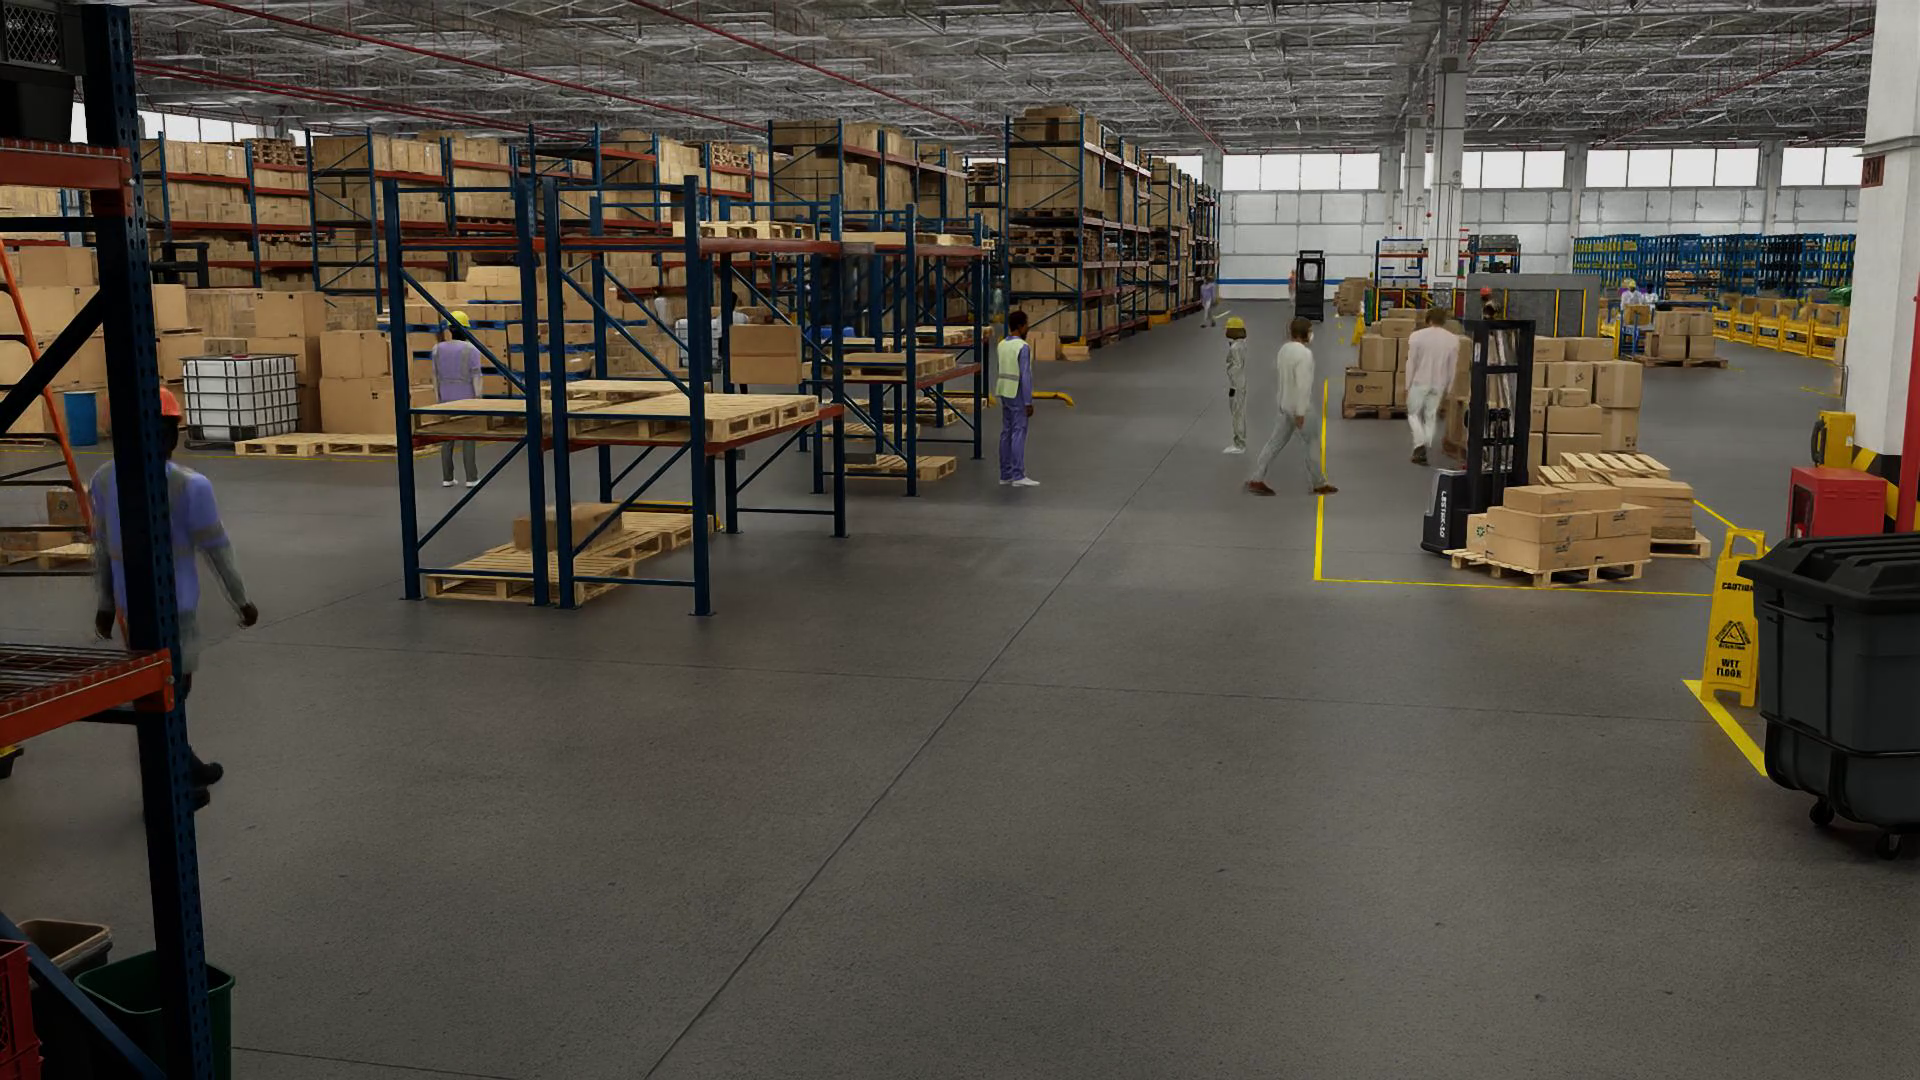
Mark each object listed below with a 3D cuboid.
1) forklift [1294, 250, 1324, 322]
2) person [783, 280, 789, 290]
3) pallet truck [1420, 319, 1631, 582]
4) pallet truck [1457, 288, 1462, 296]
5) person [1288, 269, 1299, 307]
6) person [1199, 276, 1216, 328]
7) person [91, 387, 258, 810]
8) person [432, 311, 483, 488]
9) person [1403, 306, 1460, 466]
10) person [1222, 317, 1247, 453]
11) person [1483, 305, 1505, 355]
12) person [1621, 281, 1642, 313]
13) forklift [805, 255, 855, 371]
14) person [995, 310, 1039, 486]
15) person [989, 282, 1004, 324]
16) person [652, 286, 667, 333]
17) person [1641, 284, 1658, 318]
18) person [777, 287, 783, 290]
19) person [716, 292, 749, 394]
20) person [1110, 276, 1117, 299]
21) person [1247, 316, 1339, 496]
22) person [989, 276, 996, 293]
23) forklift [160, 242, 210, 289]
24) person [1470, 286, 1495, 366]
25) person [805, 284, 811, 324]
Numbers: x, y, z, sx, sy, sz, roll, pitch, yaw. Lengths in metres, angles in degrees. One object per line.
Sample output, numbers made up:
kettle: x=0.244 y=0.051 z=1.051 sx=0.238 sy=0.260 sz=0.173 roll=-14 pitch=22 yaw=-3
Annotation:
forklift: x=13.778 y=-10.002 z=65.433 sx=1.129 sy=2.768 sz=1.873 roll=2 pitch=10 yaw=12
person: x=-7.681 y=-10.825 z=73.179 sx=0.550 sy=1.918 sz=0.749 roll=0 pitch=10 yaw=2
pallet truck: x=4.543 y=-0.757 z=13.299 sx=0.823 sy=1.965 sz=1.885 roll=-4 pitch=10 yaw=-22
pallet truck: x=20.506 y=-9.785 z=68.819 sx=0.653 sy=1.274 sz=1.630 roll=2 pitch=10 yaw=12
person: x=17.165 y=-12.943 z=85.509 sx=0.636 sy=1.980 sz=0.513 roll=-2 pitch=10 yaw=-13
person: x=9.050 y=-8.679 z=60.543 sx=0.976 sy=1.897 sz=0.631 roll=-8 pitch=12 yaw=-39
person: x=-3.530 y=0.261 z=7.483 sx=0.571 sy=1.913 sz=0.646 roll=3 pitch=10 yaw=18
person: x=-5.443 y=-1.525 z=18.101 sx=0.584 sy=1.918 sz=0.408 roll=2 pitch=10 yaw=14
person: x=5.638 y=-1.844 z=19.971 sx=0.657 sy=1.915 sz=0.428 roll=-1 pitch=10 yaw=-4
person: x=3.515 y=-1.981 z=21.299 sx=0.320 sy=1.742 sz=0.492 roll=3 pitch=10 yaw=18
person: x=7.730 y=-2.509 z=24.212 sx=0.971 sy=1.823 sz=0.540 roll=-4 pitch=10 yaw=-20
person: x=20.909 y=-7.148 z=51.786 sx=0.612 sy=1.783 sz=0.919 roll=3 pitch=10 yaw=15
forklift: x=-2.644 y=-4.731 z=34.221 sx=1.129 sy=2.768 sz=1.873 roll=2 pitch=10 yaw=12
person: x=0.605 y=-1.543 z=18.191 sx=0.392 sy=1.919 sz=0.591 roll=-5 pitch=11 yaw=-29
person: x=1.423 y=-9.124 z=64.035 sx=0.685 sy=1.595 sz=0.600 roll=-2 pitch=10 yaw=-10
person: x=-7.361 y=-5.246 z=40.406 sx=0.941 sy=1.826 sz=0.540 roll=5 pitch=11 yaw=26
person: x=22.714 y=-7.611 z=54.863 sx=0.539 sy=1.672 sz=0.738 roll=3 pitch=10 yaw=15
person: x=-7.617 y=-10.232 z=70.478 sx=0.282 sy=1.633 sz=0.501 roll=4 pitch=10 yaw=21
person: x=-3.636 y=-2.986 z=26.588 sx=0.608 sy=1.966 sz=0.372 roll=-9 pitch=13 yaw=-42
person: x=8.480 y=-13.978 z=91.955 sx=0.563 sy=1.882 sz=0.995 roll=-5 pitch=11 yaw=-29
person: x=3.464 y=-1.386 z=17.351 sx=1.005 sy=1.896 sz=0.646 roll=-3 pitch=10 yaw=-17
person: x=1.822 y=-13.184 z=87.457 sx=0.599 sy=1.810 sz=0.779 roll=2 pitch=10 yaw=10
forklift: x=-16.063 y=-4.810 z=34.690 sx=1.129 sy=2.768 sz=1.873 roll=2 pitch=10 yaw=12
person: x=11.459 y=-4.593 z=36.363 sx=1.031 sy=1.870 sz=0.559 roll=2 pitch=10 yaw=12
person: x=-5.232 y=-8.475 z=59.283 sx=0.616 sy=1.901 sz=0.449 roll=-1 pitch=10 yaw=-8
